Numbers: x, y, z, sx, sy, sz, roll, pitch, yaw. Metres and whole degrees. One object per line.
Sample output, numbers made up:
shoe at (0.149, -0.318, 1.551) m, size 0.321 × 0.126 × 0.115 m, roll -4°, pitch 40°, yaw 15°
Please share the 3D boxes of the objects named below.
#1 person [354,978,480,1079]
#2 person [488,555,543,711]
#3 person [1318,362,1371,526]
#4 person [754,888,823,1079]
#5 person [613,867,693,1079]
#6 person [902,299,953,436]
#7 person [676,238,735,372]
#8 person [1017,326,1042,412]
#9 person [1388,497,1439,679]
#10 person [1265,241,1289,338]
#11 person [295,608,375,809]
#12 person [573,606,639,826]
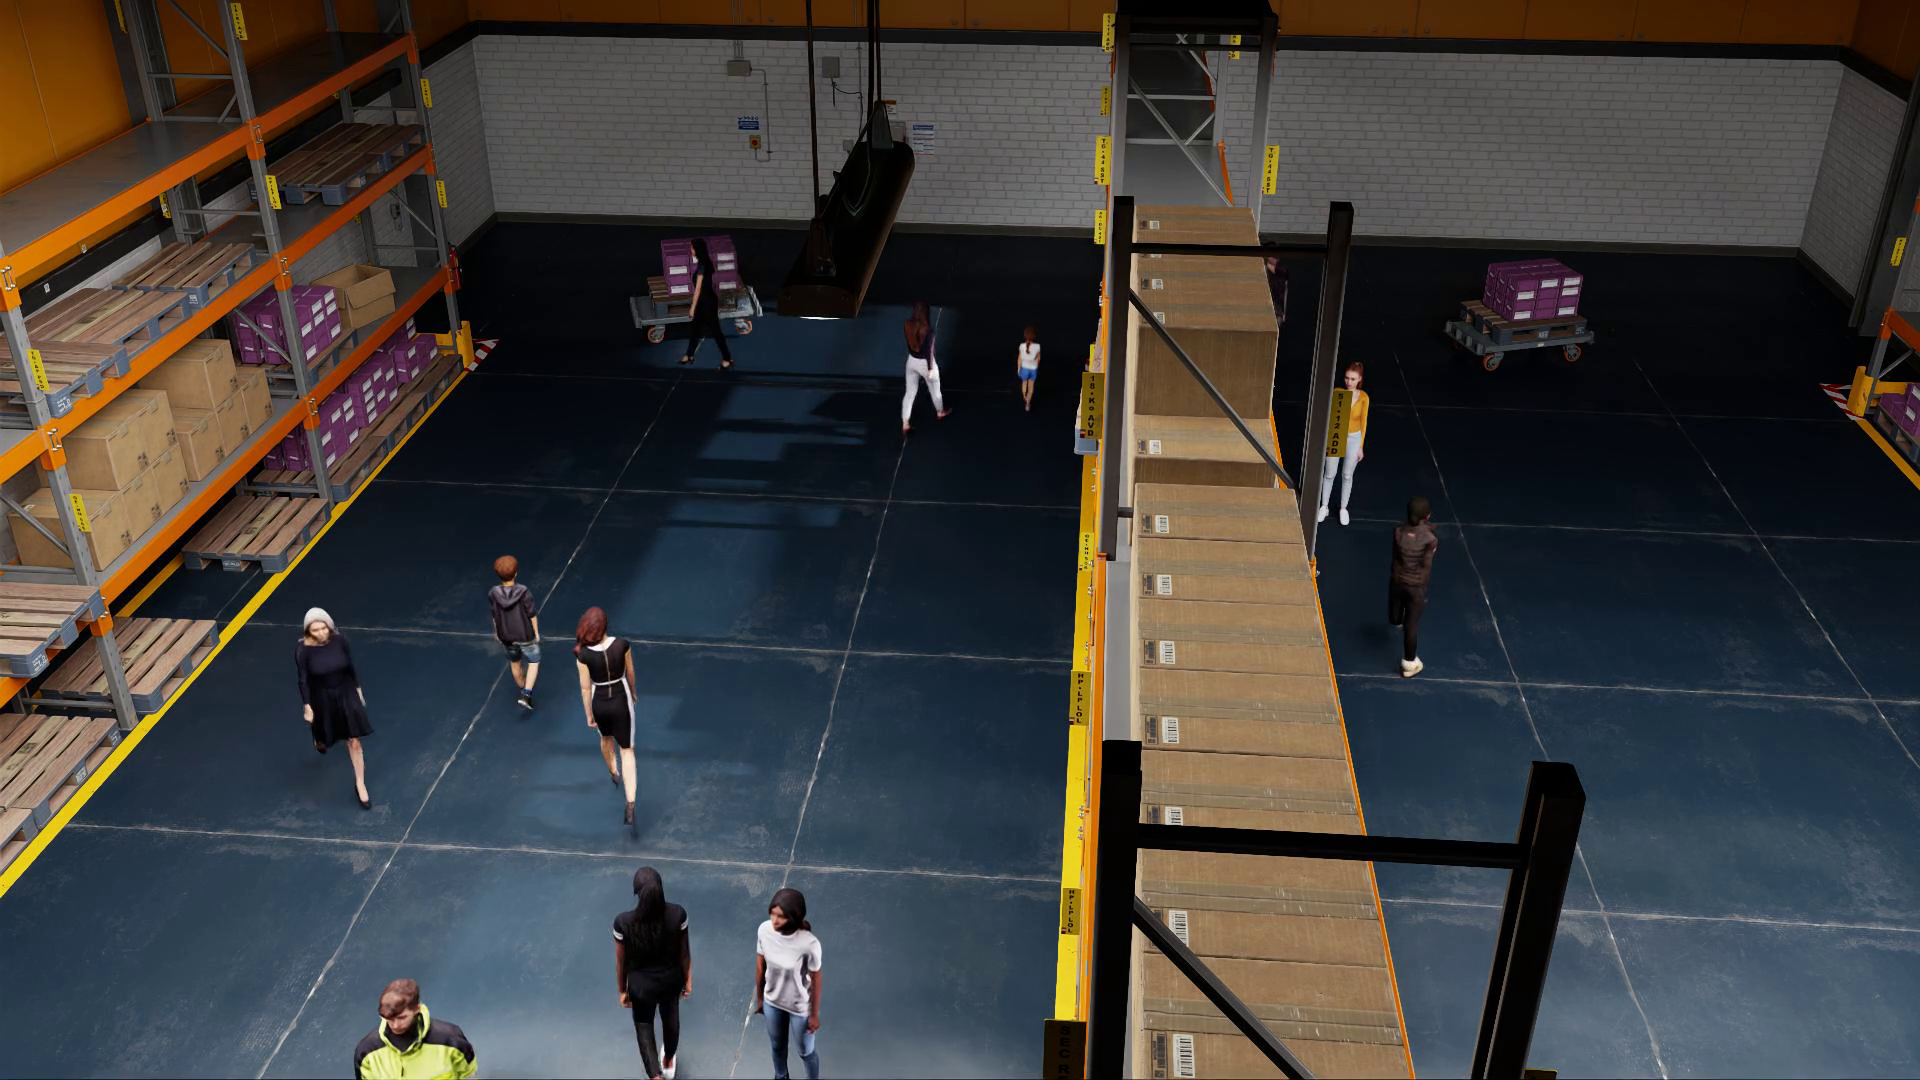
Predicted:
person at (-2.913, 3.148, 9.095) m, size 0.848 × 1.979 × 0.773 m, roll -6°, pitch 29°, yaw -11°
person at (-3.727, 0.796, 13.969) m, size 0.563 × 1.440 × 0.789 m, roll 1°, pitch 29°, yaw 1°
person at (3.907, -0.987, 16.916) m, size 0.630 × 1.749 × 0.594 m, roll 8°, pitch 30°, yaw 14°
person at (-1.020, 2.791, 10.021) m, size 0.656 × 1.719 × 0.636 m, roll 13°, pitch 31°, yaw 22°
person at (-1.829, 2.751, 10.102) m, size 0.828 × 1.711 × 1.058 m, roll -8°, pitch 30°, yaw -14°
person at (-0.484, -1.930, 18.837) m, size 0.956 × 1.565 × 1.150 m, roll 20°, pitch 34°, yaw 32°
person at (-3.012, -2.856, 20.382) m, size 0.694 × 1.711 × 0.912 m, roll -1°, pitch 29°, yaw -1°
person at (0.813, -2.003, 19.559) m, size 0.436 × 1.001 × 0.671 m, roll 4°, pitch 29°, yaw 8°
person at (3.996, 0.356, 14.556) m, size 0.865 × 1.651 × 0.976 m, roll 14°, pitch 32°, yaw 24°
person at (3.649, -2.731, 20.039) m, size 0.993 × 1.818 × 1.200 m, roll -11°, pitch 30°, yaw -19°
person at (-4.880, 1.240, 12.863) m, size 1.008 × 1.720 × 1.077 m, roll -24°, pitch 36°, yaw -36°
person at (-2.617, 1.349, 12.621) m, size 0.848 × 1.762 × 1.195 m, roll -7°, pitch 29°, yaw -12°
